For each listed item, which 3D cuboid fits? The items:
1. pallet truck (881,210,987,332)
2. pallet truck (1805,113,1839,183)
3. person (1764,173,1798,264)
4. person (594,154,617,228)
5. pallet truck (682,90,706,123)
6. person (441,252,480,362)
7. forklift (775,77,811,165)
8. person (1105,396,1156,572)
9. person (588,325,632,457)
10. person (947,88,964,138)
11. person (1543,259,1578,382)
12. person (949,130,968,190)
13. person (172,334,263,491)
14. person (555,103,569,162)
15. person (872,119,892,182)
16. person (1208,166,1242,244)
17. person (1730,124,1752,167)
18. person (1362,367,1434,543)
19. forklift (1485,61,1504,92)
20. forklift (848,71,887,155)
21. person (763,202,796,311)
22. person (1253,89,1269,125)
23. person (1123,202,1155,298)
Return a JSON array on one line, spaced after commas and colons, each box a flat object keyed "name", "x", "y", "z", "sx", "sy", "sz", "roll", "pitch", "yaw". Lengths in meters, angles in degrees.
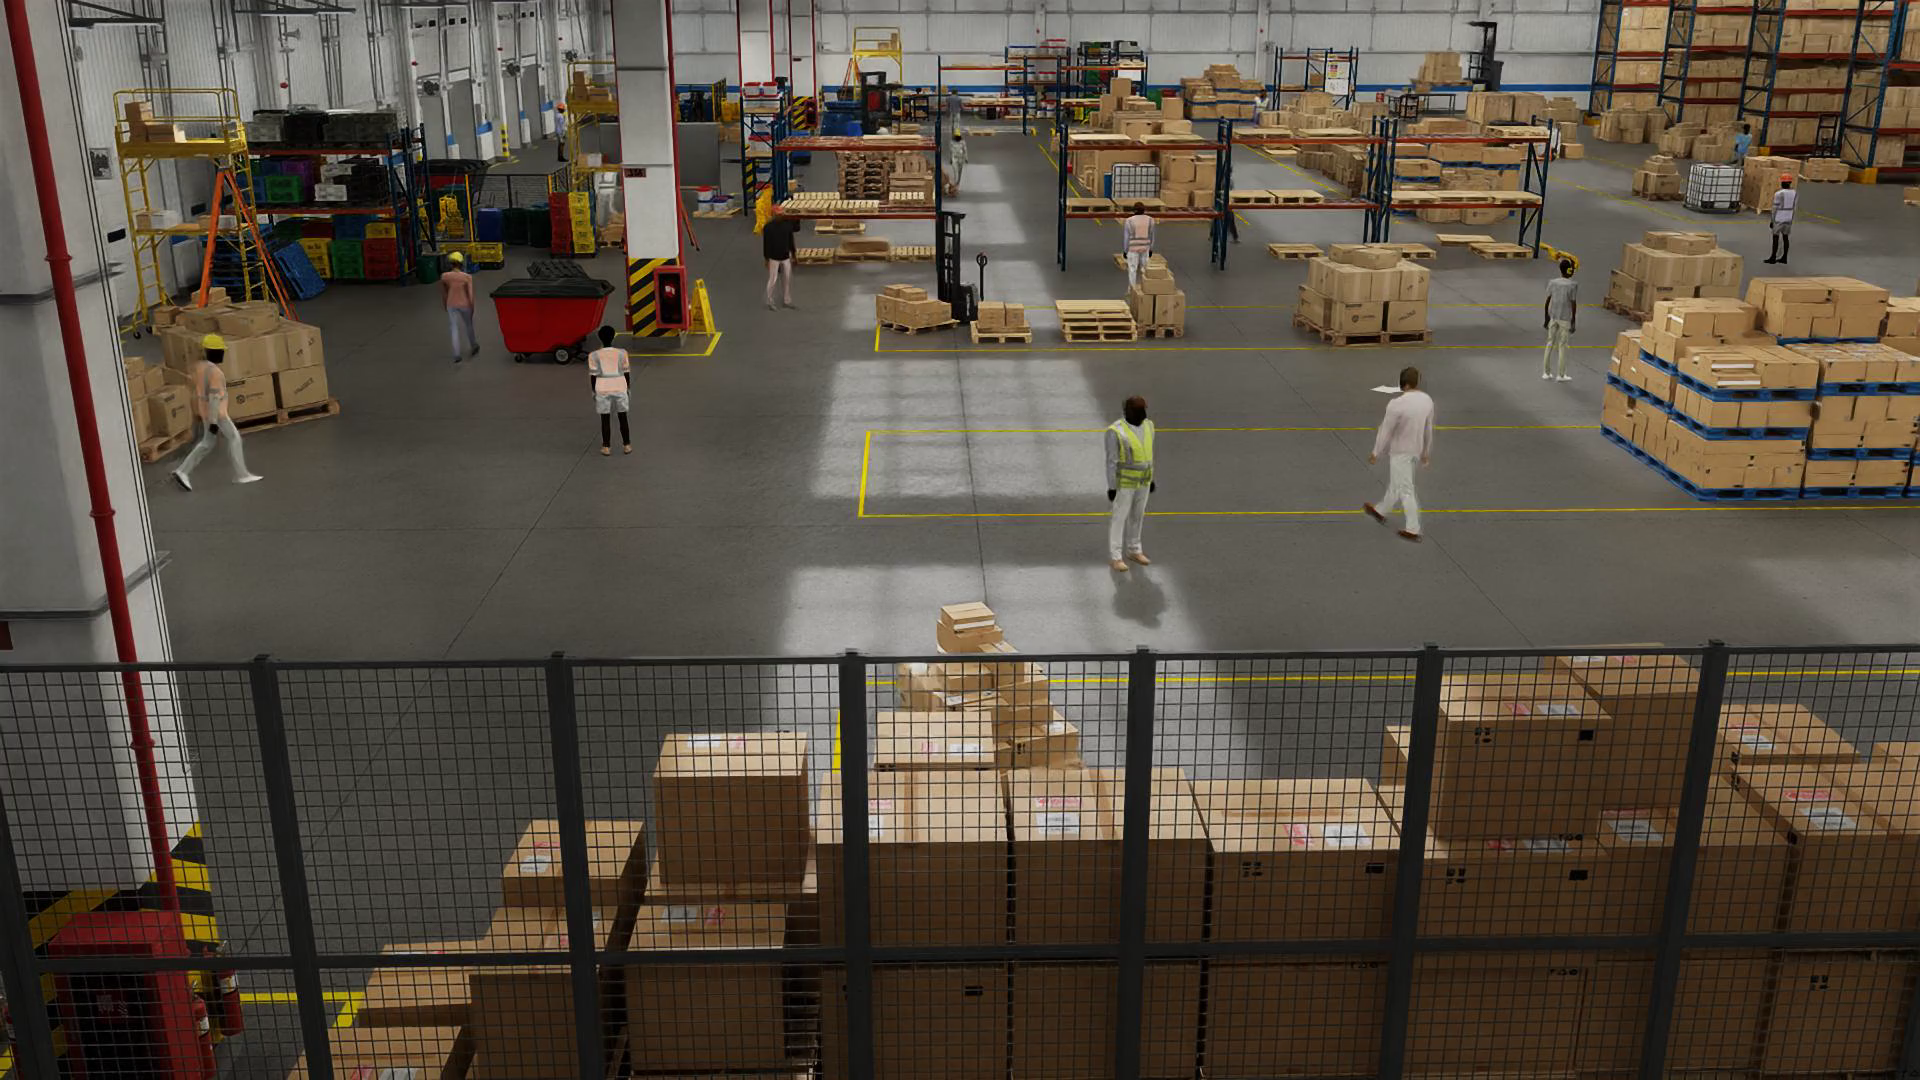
[{"name": "pallet truck", "x": -0.493, "y": -4.759, "z": 29.349, "sx": 1.885, "sy": 1.965, "sz": 0.823, "roll": -13, "pitch": 23, "yaw": -34}, {"name": "pallet truck", "x": 26.403, "y": -11.957, "z": 50.702, "sx": 0.823, "sy": 1.965, "sz": 1.885, "roll": 6, "pitch": 19, "yaw": 16}, {"name": "person", "x": 17.745, "y": -6.938, "z": 35.930, "sx": 0.542, "sy": 1.928, "sz": 0.399, "roll": -4, "pitch": 19, "yaw": -12}, {"name": "person", "x": -8.663, "y": -8.505, "z": 40.714, "sx": 0.654, "sy": 1.844, "sz": 0.847, "roll": -15, "pitch": 23, "yaw": -37}, {"name": "pallet truck", "x": -9.671, "y": -15.907, "z": 62.421, "sx": 0.823, "sy": 1.965, "sz": 1.885, "roll": 5, "pitch": 19, "yaw": 15}, {"name": "person", "x": -8.088, "y": -3.790, "z": 26.895, "sx": 0.540, "sy": 1.721, "sz": 0.888, "roll": -1, "pitch": 19, "yaw": -3}, {"name": "forklift", "x": -5.920, "y": -13.893, "z": 55.085, "sx": 1.873, "sy": 2.768, "sz": 1.129, "roll": -1, "pitch": 19, "yaw": -1}, {"name": "person", "x": 1.792, "y": -0.596, "z": 17.259, "sx": 0.652, "sy": 1.832, "sz": 0.430, "roll": -13, "pitch": 23, "yaw": -35}, {"name": "person", "x": -4.485, "y": -1.914, "z": 21.371, "sx": 0.532, "sy": 1.697, "sz": 0.320, "roll": -6, "pitch": 20, "yaw": -17}, {"name": "person", "x": -0.203, "y": -16.480, "z": 64.248, "sx": 0.639, "sy": 1.916, "sz": 0.750, "roll": 8, "pitch": 20, "yaw": 22}, {"name": "person", "x": 9.160, "y": -3.352, "z": 25.386, "sx": 0.335, "sy": 1.864, "sz": 0.521, "roll": -16, "pitch": 25, "yaw": -40}, {"name": "person", "x": -0.064, "y": -11.169, "z": 48.825, "sx": 0.501, "sy": 1.703, "sz": 0.895, "roll": -4, "pitch": 19, "yaw": -11}, {"name": "person", "x": -9.039, "y": -1.534, "z": 19.978, "sx": 0.934, "sy": 1.883, "sz": 0.596, "roll": -16, "pitch": 25, "yaw": -40}, {"name": "person", "x": -13.441, "y": -13.759, "z": 56.159, "sx": 0.394, "sy": 1.930, "sz": 0.545, "roll": -11, "pitch": 21, "yaw": -29}, {"name": "person", "x": -2.318, "y": -11.773, "z": 50.330, "sx": 1.015, "sy": 1.901, "sz": 0.647, "roll": 10, "pitch": 21, "yaw": 26}, {"name": "person", "x": 6.186, "y": -7.819, "z": 38.745, "sx": 0.523, "sy": 1.802, "sz": 0.941, "roll": -14, "pitch": 23, "yaw": -35}, {"name": "person", "x": 24.230, "y": -12.100, "z": 51.642, "sx": 0.538, "sy": 1.662, "sz": 0.774, "roll": -4, "pitch": 19, "yaw": -11}, {"name": "person", "x": 4.802, "y": -0.981, "z": 18.308, "sx": 0.636, "sy": 1.892, "sz": 0.991, "roll": -13, "pitch": 23, "yaw": -34}, {"name": "forklift", "x": 21.140, "y": -17.589, "z": 66.049, "sx": 1.873, "sy": 2.768, "sz": 1.129, "roll": -1, "pitch": 19, "yaw": -2}, {"name": "forklift", "x": -3.026, "y": -14.993, "z": 58.349, "sx": 1.129, "sy": 2.768, "sz": 1.873, "roll": -14, "pitch": 23, "yaw": -37}, {"name": "person", "x": -3.340, "y": -5.248, "z": 30.808, "sx": 0.627, "sy": 1.993, "sz": 0.391, "roll": -13, "pitch": 23, "yaw": -34}, {"name": "person", "x": 11.595, "y": -16.426, "z": 64.108, "sx": 0.605, "sy": 1.901, "sz": 0.540, "roll": 2, "pitch": 19, "yaw": 7}, {"name": "person", "x": 3.429, "y": -5.590, "z": 32.056, "sx": 0.627, "sy": 1.844, "sz": 0.429, "roll": -5, "pitch": 19, "yaw": -14}]
